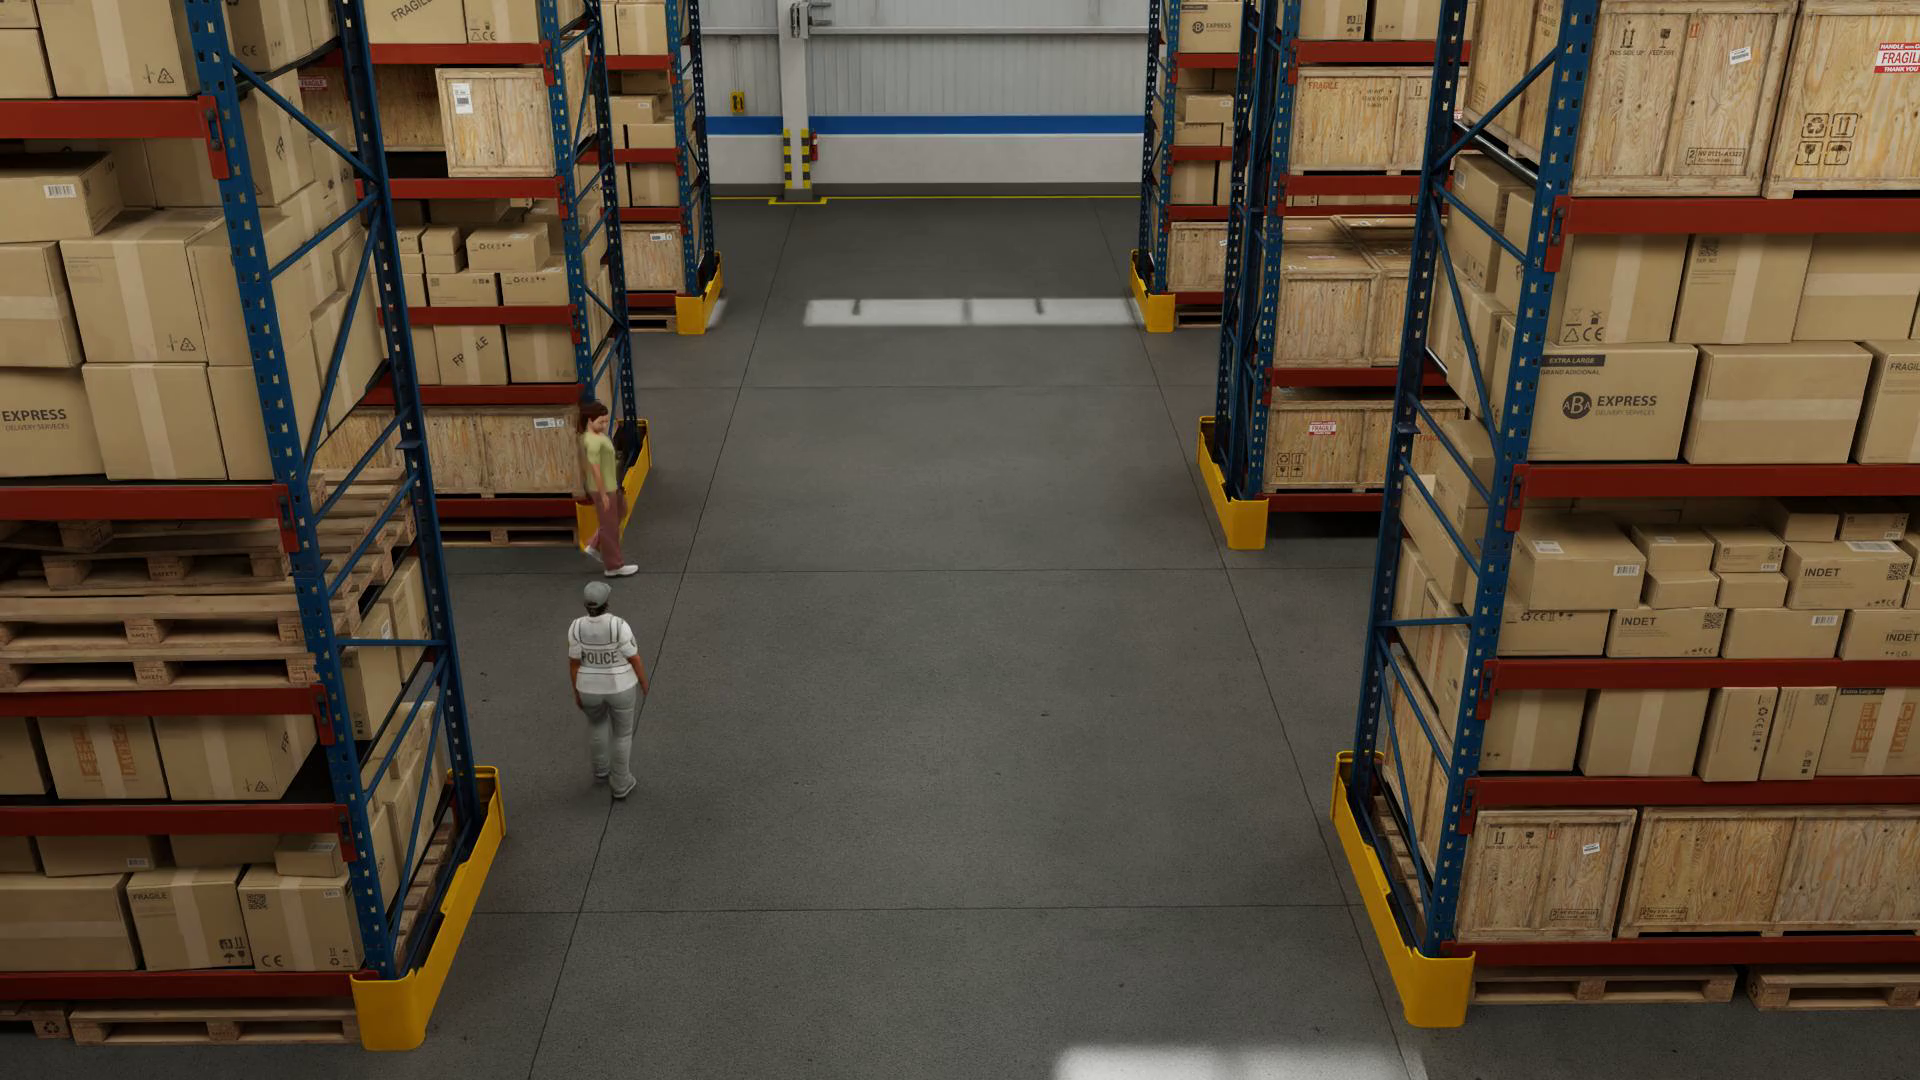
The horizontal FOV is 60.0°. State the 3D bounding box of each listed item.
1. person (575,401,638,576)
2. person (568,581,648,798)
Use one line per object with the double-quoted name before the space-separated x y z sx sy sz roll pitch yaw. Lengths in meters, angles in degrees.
"person" -3.196 -0.457 14.922 0.463 1.681 0.474 -9 27 -19
"person" -2.469 1.005 11.837 0.495 1.665 0.565 3 25 6
